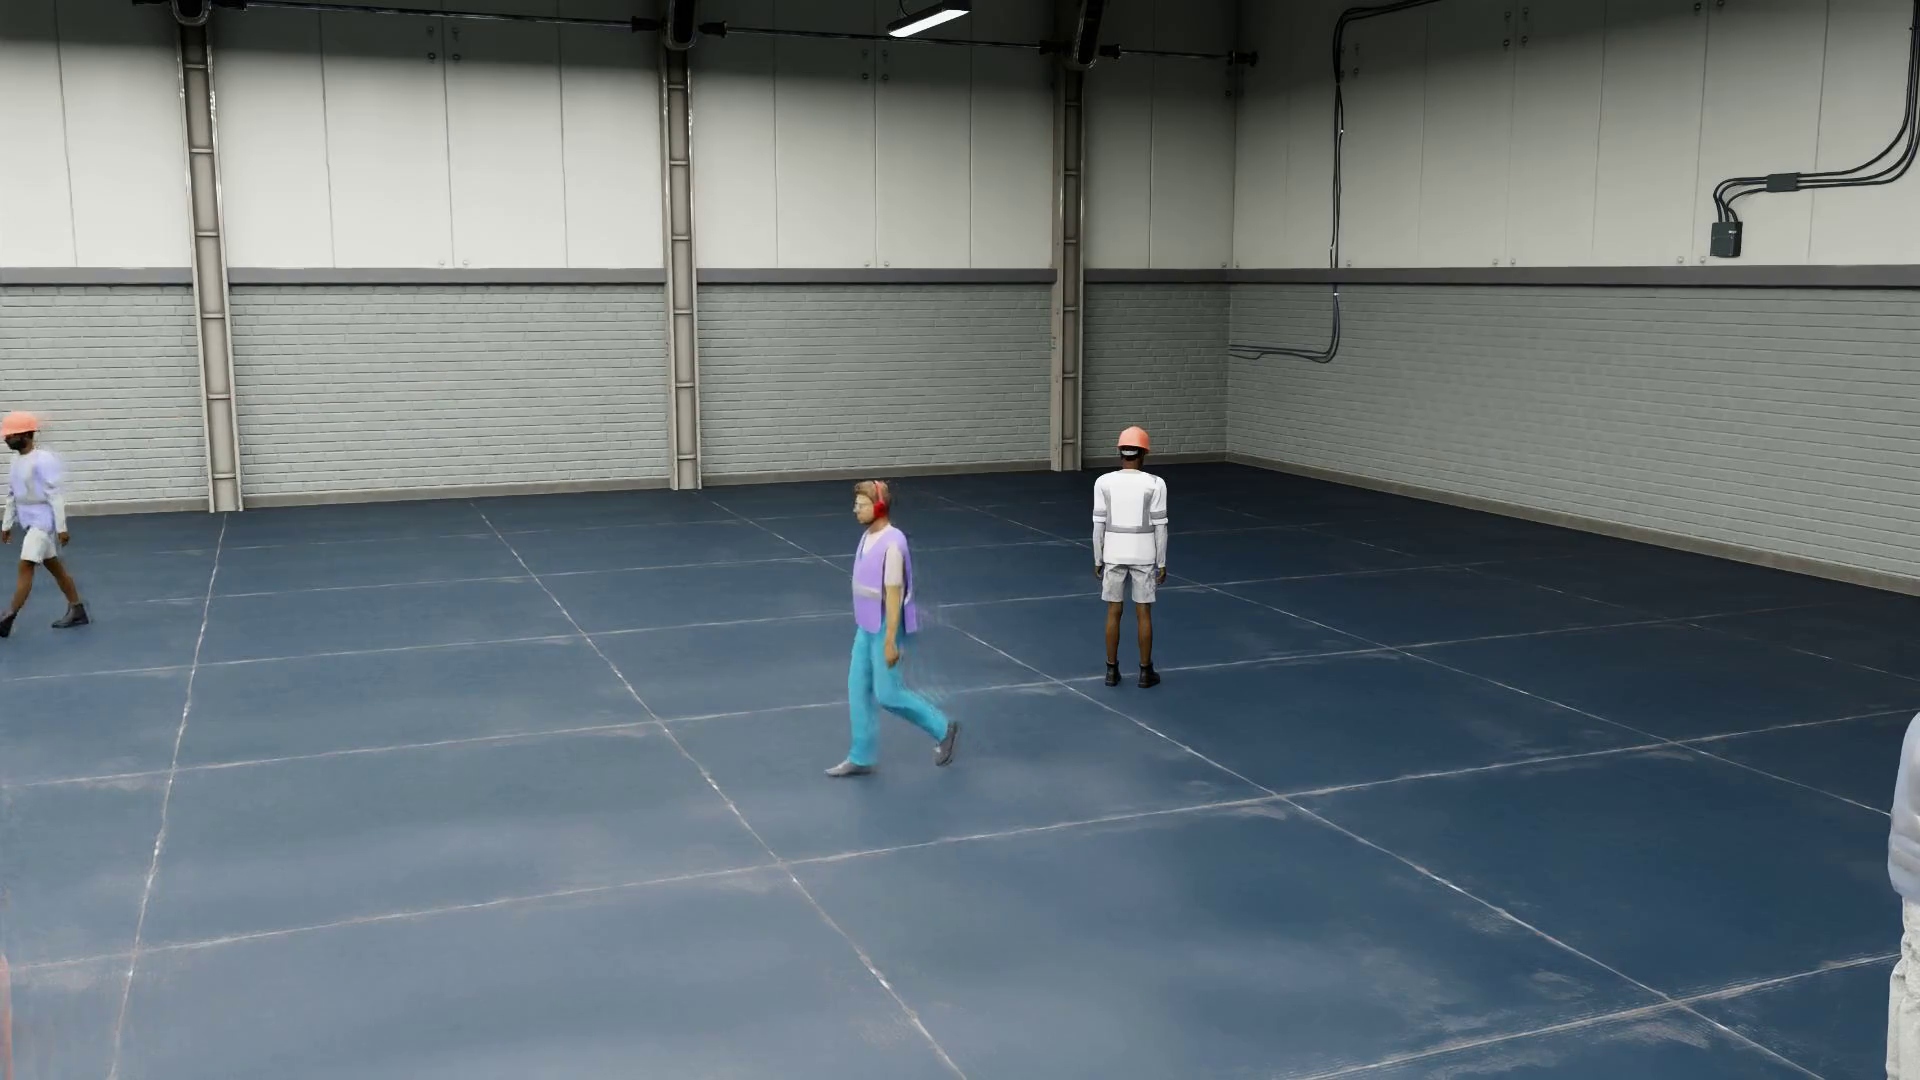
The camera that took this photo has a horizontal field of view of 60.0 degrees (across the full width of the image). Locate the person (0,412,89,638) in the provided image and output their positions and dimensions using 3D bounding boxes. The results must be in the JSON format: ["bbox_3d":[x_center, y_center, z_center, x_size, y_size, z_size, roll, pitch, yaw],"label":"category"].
[{"bbox_3d":[-7.890,-0.133,14.018,0.574,1.882,0.986,7,11,37],"label":"person"}]

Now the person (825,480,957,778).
[{"bbox_3d":[-0.424,0.536,10.035,0.744,1.820,0.579,-4,10,-22],"label":"person"}]

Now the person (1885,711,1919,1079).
[{"bbox_3d":[3.459,1.211,5.797,0.403,1.823,0.586,4,10,23],"label":"person"}]

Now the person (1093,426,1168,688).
[{"bbox_3d":[1.260,0.127,12.278,0.551,1.924,0.384,3,9,16],"label":"person"}]
